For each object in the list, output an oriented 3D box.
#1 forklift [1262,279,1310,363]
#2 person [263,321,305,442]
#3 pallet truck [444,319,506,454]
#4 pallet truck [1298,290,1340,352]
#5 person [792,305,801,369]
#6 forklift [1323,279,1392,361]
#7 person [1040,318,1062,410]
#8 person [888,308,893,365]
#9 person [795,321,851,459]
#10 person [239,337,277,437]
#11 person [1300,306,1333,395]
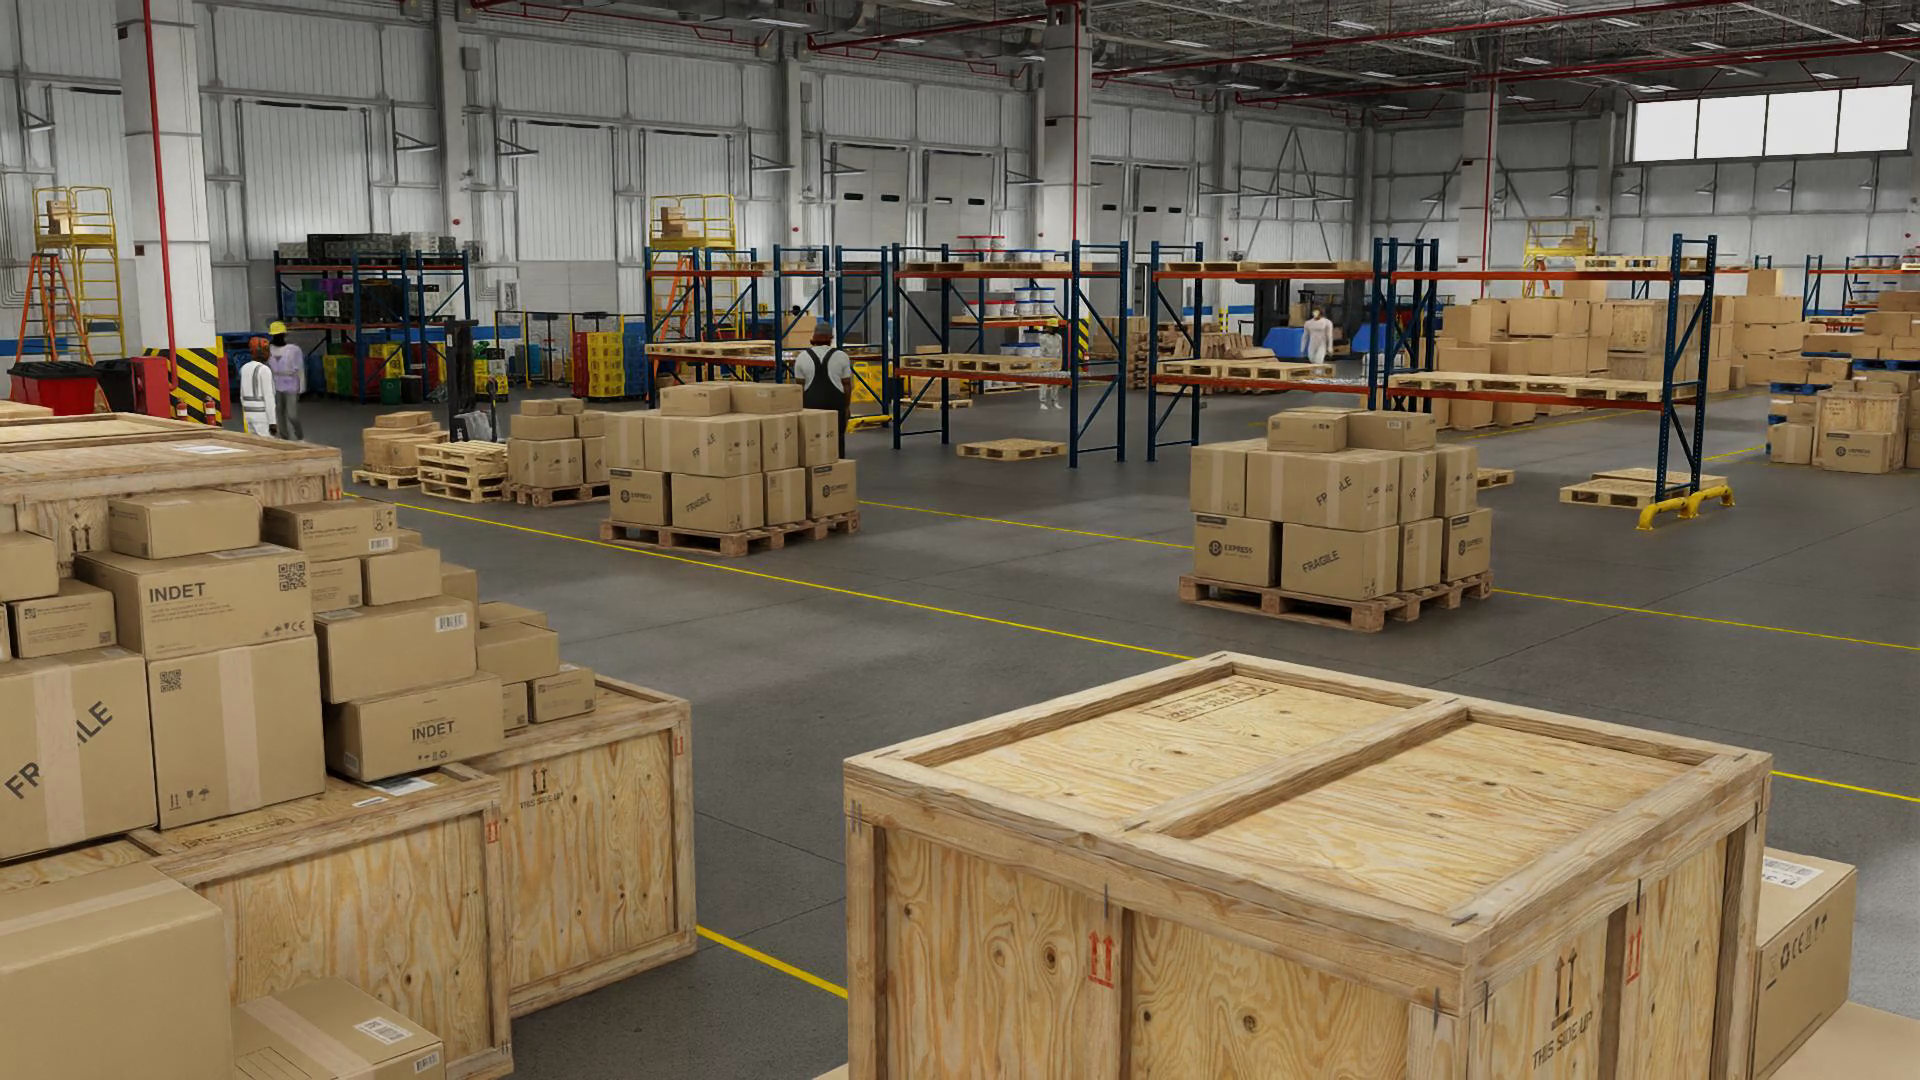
[{"bbox_3d":[8.555,-6.090,44.881,1.873,2.768,1.129,9,13,43],"label":"forklift"},{"bbox_3d":[-9.703,-2.177,23.844,0.588,1.915,0.407,1,9,5],"label":"person"},{"bbox_3d":[-6.981,-1.942,22.150,1.885,1.965,0.823,1,9,9],"label":"pallet truck"},{"bbox_3d":[11.297,-6.951,52.861,1.885,1.965,0.823,-5,11,-29],"label":"pallet truck"},{"bbox_3d":[-4.320,-5.393,44.228,0.321,1.697,0.529,2,10,13],"label":"person"},{"bbox_3d":[11.358,-6.501,47.404,1.873,2.768,1.129,3,10,17],"label":"forklift"},{"bbox_3d":[1.744,-3.335,31.500,0.488,1.736,0.321,-5,11,-30],"label":"person"},{"bbox_3d":[-1.812,-5.222,43.358,0.306,1.640,0.523,-2,9,-11],"label":"person"},{"bbox_3d":[-1.643,-1.649,20.225,0.676,2.000,0.536,1,9,4],"label":"person"},{"bbox_3d":[-8.006,-1.379,19.042,0.574,1.885,0.358,8,12,39],"label":"person"},{"bbox_3d":[7.592,-4.045,35.406,0.653,1.888,1.036,6,11,33],"label":"person"}]
